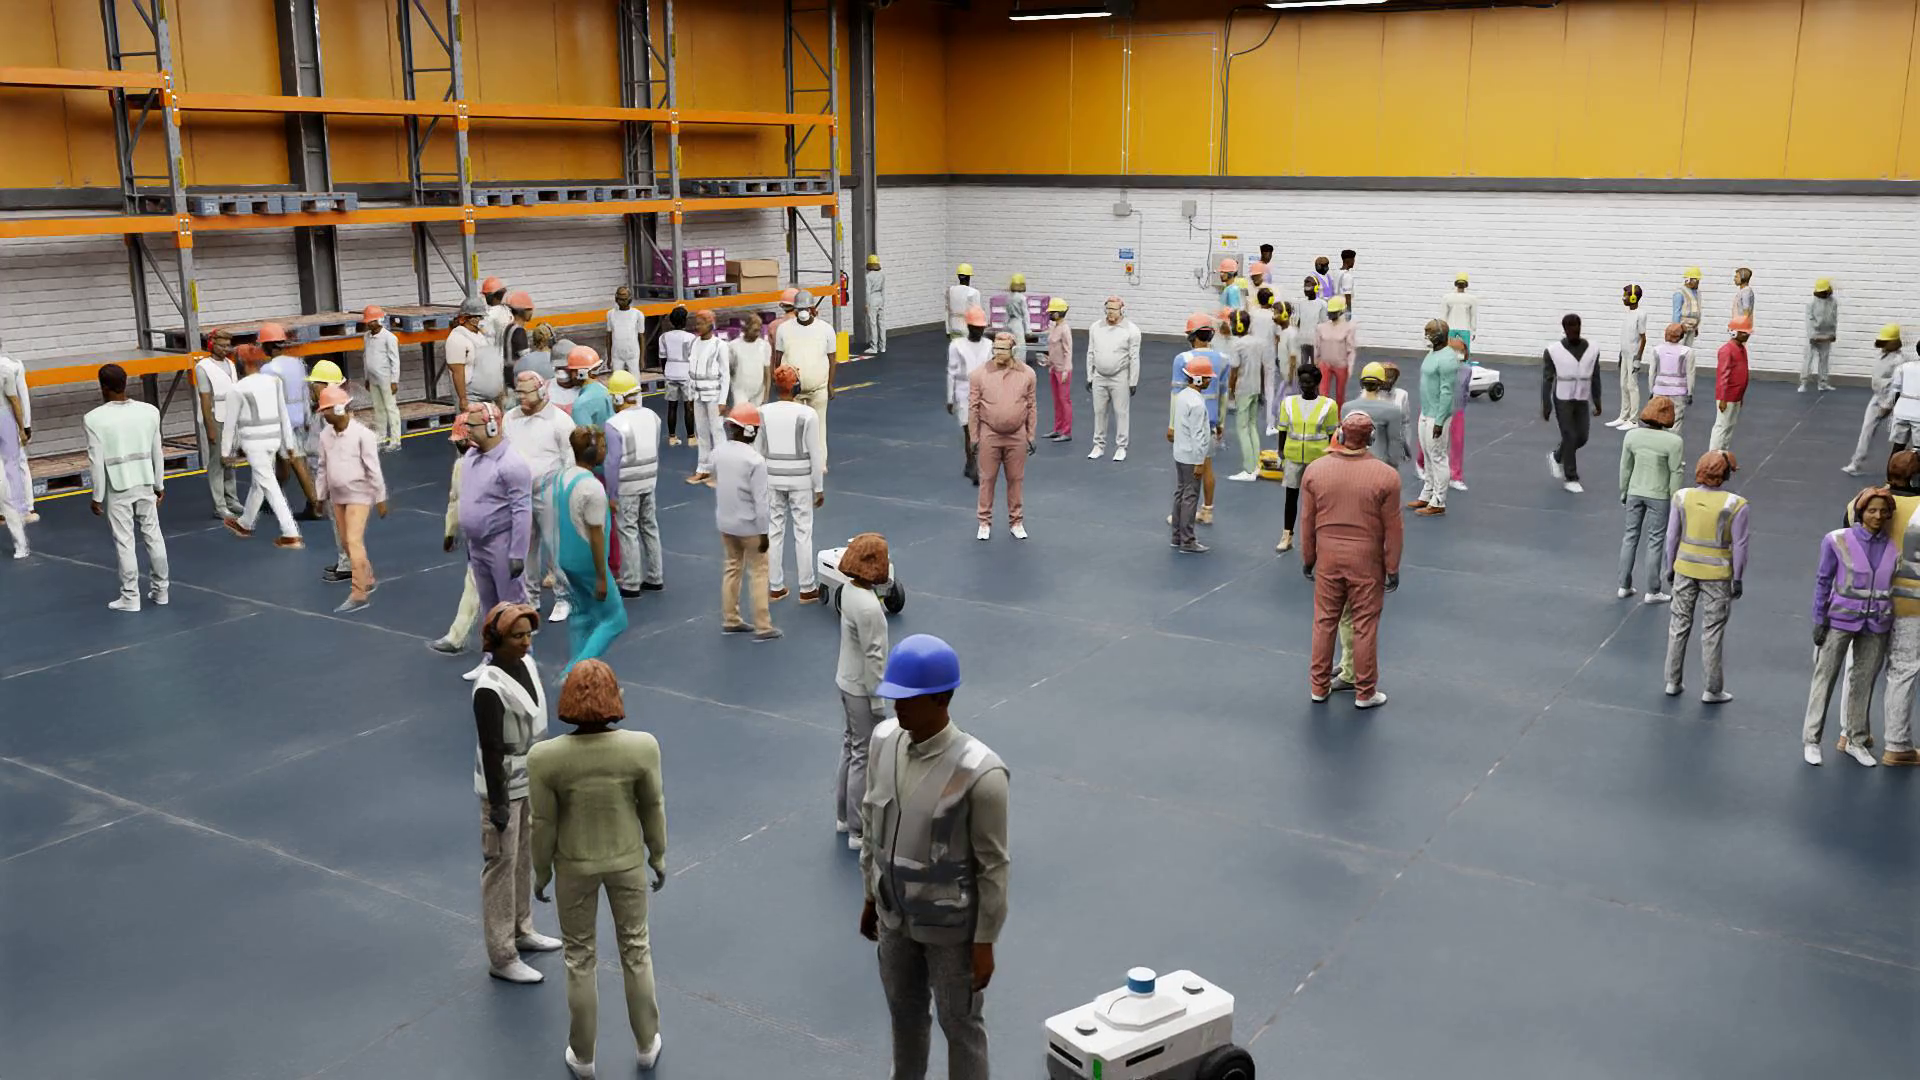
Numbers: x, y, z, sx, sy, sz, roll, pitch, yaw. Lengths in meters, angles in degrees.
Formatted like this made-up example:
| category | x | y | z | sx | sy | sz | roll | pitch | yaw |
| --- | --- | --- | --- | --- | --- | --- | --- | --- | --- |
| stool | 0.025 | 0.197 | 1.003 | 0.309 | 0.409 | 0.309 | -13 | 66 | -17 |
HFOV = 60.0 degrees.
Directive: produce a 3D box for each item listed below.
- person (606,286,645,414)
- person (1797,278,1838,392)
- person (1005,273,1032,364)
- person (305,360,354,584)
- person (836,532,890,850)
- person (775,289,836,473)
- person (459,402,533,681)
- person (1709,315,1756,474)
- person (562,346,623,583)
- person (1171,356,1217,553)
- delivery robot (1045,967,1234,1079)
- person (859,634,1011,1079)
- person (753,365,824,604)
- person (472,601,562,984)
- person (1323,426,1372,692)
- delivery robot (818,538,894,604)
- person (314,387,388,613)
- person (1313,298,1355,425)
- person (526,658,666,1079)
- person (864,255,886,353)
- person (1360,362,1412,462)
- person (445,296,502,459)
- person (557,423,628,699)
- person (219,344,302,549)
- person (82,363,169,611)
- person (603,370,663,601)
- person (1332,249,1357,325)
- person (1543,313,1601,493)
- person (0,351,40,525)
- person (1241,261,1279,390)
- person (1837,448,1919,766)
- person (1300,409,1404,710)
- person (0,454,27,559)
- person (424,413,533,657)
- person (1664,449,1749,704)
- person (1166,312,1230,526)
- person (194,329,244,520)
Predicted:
| category | x | y | z | sx | sy | sz | roll | pitch | yaw |
| --- | --- | --- | --- | --- | --- | --- | --- | --- | --- |
| person | -4.303 | -2.344 | 21.415 | 0.505 | 1.840 | 0.346 | 0 | 13 | 2 |
| person | 12.885 | -3.045 | 24.774 | 0.672 | 1.706 | 0.362 | -1 | 13 | -6 |
| person | 0.812 | -3.214 | 25.450 | 0.697 | 1.713 | 0.493 | -7 | 15 | -27 |
| person | -5.162 | -0.564 | 13.700 | 0.404 | 1.836 | 0.598 | -4 | 13 | -16 |
| person | -0.484 | 0.759 | 8.430 | 0.280 | 1.625 | 0.493 | -3 | 13 | -13 |
| person | -1.705 | -1.739 | 18.347 | 0.674 | 2.000 | 0.535 | 0 | 13 | -2 |
| person | -3.068 | 0.040 | 10.925 | 0.642 | 1.909 | 0.399 | 12 | 18 | 42 |
| person | 8.561 | -1.611 | 18.421 | 0.340 | 1.749 | 0.572 | 12 | 17 | 42 |
| person | -2.968 | -0.574 | 13.418 | 0.407 | 1.987 | 0.615 | 2 | 13 | 10 |
| person | 2.079 | -0.758 | 14.744 | 0.348 | 1.745 | 0.562 | -2 | 13 | -7 |
| delivery robot | 0.654 | 1.798 | 6.051 | 0.707 | 0.478 | 0.477 | -9 | 16 | -34 |
| person | -0.106 | 1.249 | 5.589 | 0.602 | 1.949 | 0.395 | 11 | 17 | 40 |
| person | -1.331 | -0.430 | 13.021 | 0.574 | 1.882 | 0.356 | 4 | 14 | 16 |
| person | -1.908 | 1.058 | 7.104 | 0.315 | 1.636 | 0.514 | 1 | 13 | 4 |
| person | 2.519 | 0.121 | 10.908 | 0.341 | 1.750 | 0.567 | 4 | 14 | 18 |
| delivery robot | -0.813 | 0.232 | 12.851 | 0.477 | 0.478 | 0.707 | -8 | 15 | -31 |
| person | -4.808 | -0.333 | 13.007 | 0.599 | 1.702 | 0.653 | 7 | 15 | 27 |
| person | 4.693 | -2.177 | 20.938 | 0.543 | 1.711 | 0.895 | 6 | 14 | 24 |
| person | -1.364 | 1.245 | 6.299 | 0.507 | 1.631 | 0.266 | -4 | 14 | -17 |
| person | -1.545 | -4.229 | 29.803 | 0.316 | 1.742 | 0.492 | 11 | 17 | 39 |
| person | 3.900 | -0.834 | 15.333 | 0.511 | 1.625 | 0.377 | -5 | 14 | -22 |
| person | -5.115 | -1.571 | 17.621 | 0.535 | 2.000 | 0.679 | 2 | 13 | 8 |
| person | -2.351 | 0.175 | 10.509 | 0.427 | 1.830 | 0.505 | -11 | 17 | -40 |
| person | -6.344 | -0.843 | 14.926 | 1.018 | 1.824 | 0.595 | 6 | 14 | 23 |
| person | -6.413 | -0.404 | 12.827 | 0.391 | 1.919 | 0.593 | 8 | 15 | 32 |
| person | -2.599 | -0.431 | 13.165 | 0.405 | 1.824 | 0.585 | 7 | 15 | 28 |
| person | 6.424 | -3.901 | 27.921 | 0.377 | 1.958 | 0.606 | -2 | 13 | -9 |
| person | 6.416 | -1.464 | 17.509 | 0.652 | 1.875 | 0.636 | -2 | 13 | -7 |
| person | -9.119 | -1.046 | 15.774 | 0.508 | 1.846 | 0.345 | 0 | 13 | 1 |
| person | 4.483 | -3.168 | 24.753 | 0.624 | 1.969 | 0.825 | 7 | 15 | 29 |
| person | 5.395 | 0.381 | 9.597 | 0.429 | 1.842 | 0.626 | -7 | 15 | -27 |
| person | 2.486 | 0.123 | 10.552 | 0.651 | 1.912 | 0.410 | 7 | 15 | 29 |
| person | -8.450 | -0.598 | 14.366 | 0.530 | 1.603 | 0.581 | 5 | 14 | 21 |
| person | -3.437 | -0.049 | 11.749 | 0.908 | 1.697 | 0.593 | -12 | 18 | -43 |
| person | 4.774 | 0.232 | 10.677 | 0.314 | 1.641 | 0.515 | -11 | 17 | -39 |
| person | 2.237 | -1.131 | 15.745 | 0.614 | 2.030 | 0.409 | -7 | 15 | -26 |
| person | -7.155 | -1.120 | 16.107 | 0.388 | 1.837 | 0.563 | 1 | 13 | 5 |
